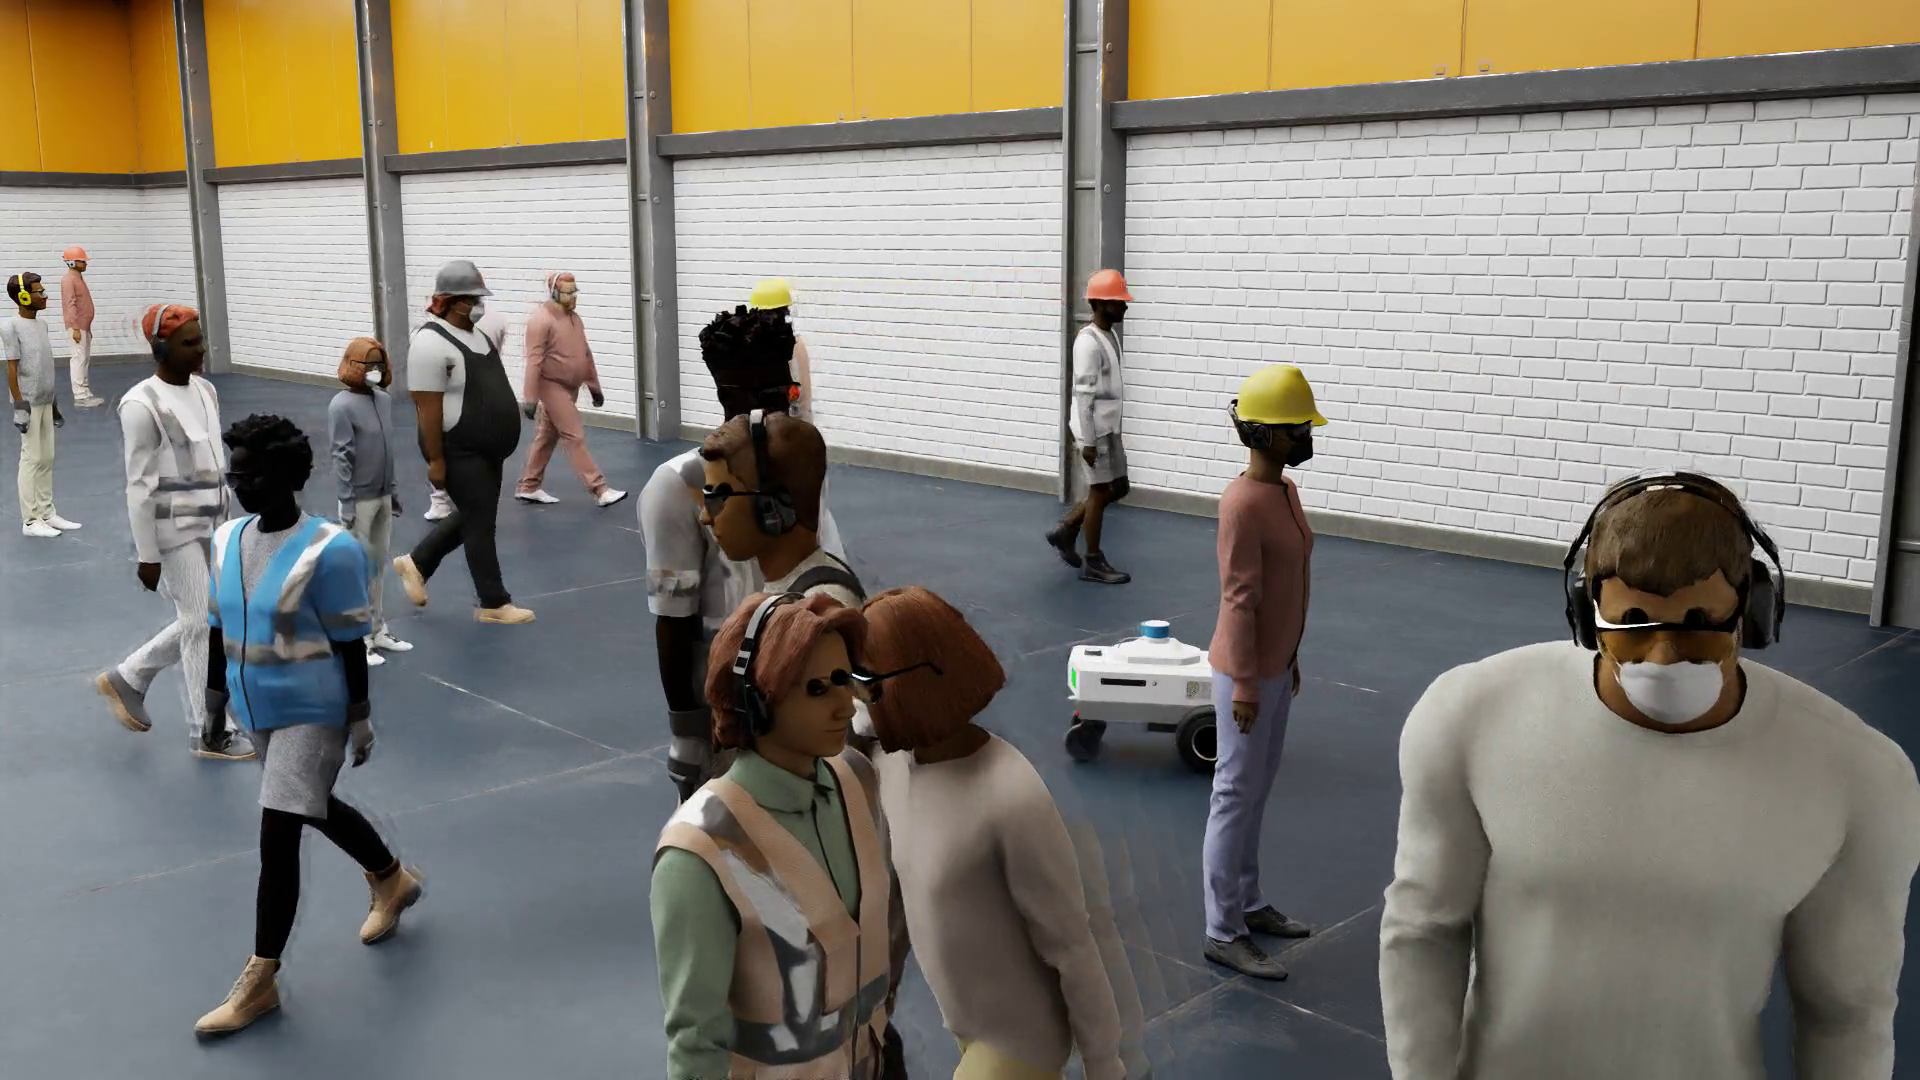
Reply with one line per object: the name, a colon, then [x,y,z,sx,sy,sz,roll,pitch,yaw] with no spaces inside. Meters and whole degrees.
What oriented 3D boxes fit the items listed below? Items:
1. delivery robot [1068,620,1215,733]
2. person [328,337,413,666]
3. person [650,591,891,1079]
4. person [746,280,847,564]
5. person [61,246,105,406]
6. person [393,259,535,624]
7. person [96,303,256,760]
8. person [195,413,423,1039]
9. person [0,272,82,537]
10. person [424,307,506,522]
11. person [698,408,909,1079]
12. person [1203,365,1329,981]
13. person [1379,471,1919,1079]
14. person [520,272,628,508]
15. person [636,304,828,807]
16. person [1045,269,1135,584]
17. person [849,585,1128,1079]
delivery robot: [0.798,0.573,6.805,0.707,0.478,0.477,2,11,9]
person: [-2.962,-0.201,8.350,0.283,1.631,0.503,2,11,11]
person: [-0.262,0.876,2.459,0.315,1.641,0.514,5,11,25]
person: [-1.091,-0.590,9.818,1.005,1.867,0.614,1,10,8]
person: [-11.019,-2.672,20.838,0.379,1.994,0.620,-3,11,-16]
person: [-2.796,-0.558,9.189,0.851,2.000,0.688,2,11,9]
person: [-3.217,-0.025,6.754,0.685,1.869,0.574,1,10,4]
person: [-1.859,0.456,4.707,0.539,1.657,0.861,5,12,27]
person: [-6.573,-0.964,11.856,0.324,1.876,0.526,0,10,-1]
person: [-3.696,-1.042,12.282,0.652,1.875,0.737,-9,14,-40]
person: [-0.407,0.665,3.143,0.838,1.811,0.530,-1,10,-6]
person: [0.891,0.374,4.854,0.312,1.768,0.530,5,11,24]
person: [0.871,0.822,2.198,0.639,1.845,1.085,3,11,16]
person: [-3.064,-1.163,13.018,0.999,1.840,0.769,2,11,13]
person: [-0.515,0.402,4.153,0.367,1.966,0.605,7,12,33]
person: [0.822,-0.687,10.190,0.509,1.925,0.561,4,11,21]
person: [0.036,0.842,2.856,0.926,1.562,0.507,-5,11,-25]
